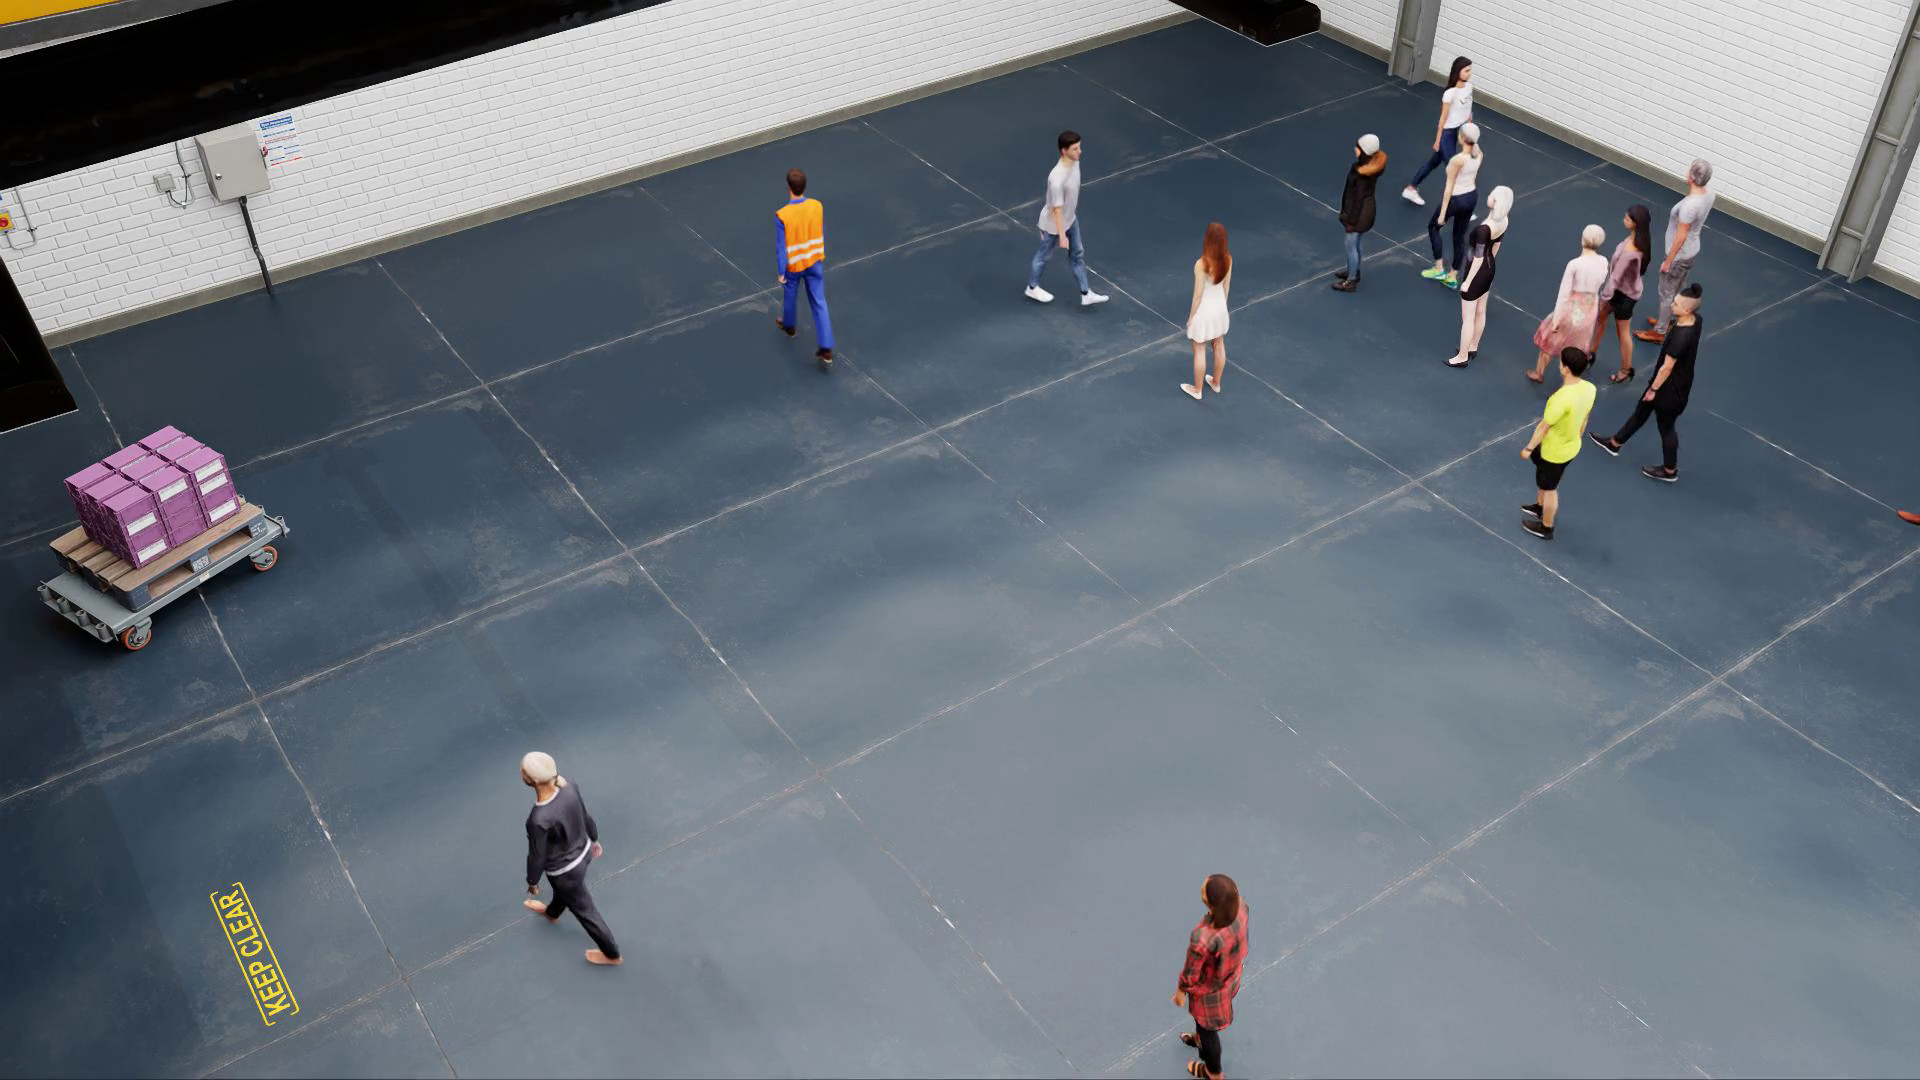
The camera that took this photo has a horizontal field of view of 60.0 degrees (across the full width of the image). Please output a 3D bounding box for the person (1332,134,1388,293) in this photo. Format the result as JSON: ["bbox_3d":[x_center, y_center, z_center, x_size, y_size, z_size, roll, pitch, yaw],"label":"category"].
[{"bbox_3d":[3.935,-3.225,16.363,0.779,1.629,0.742,13,40,16],"label":"person"}]

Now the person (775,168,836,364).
[{"bbox_3d":[-1.399,-2.474,15.273,0.767,1.816,1.242,-21,43,-25],"label":"person"}]

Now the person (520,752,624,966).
[{"bbox_3d":[-2.255,1.914,9.875,1.091,1.695,0.976,11,40,14],"label":"person"}]

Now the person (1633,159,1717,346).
[{"bbox_3d":[6.742,-2.688,15.531,0.644,1.828,0.737,29,47,32],"label":"person"}]

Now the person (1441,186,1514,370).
[{"bbox_3d":[4.746,-2.404,15.176,0.573,1.827,0.621,30,48,32],"label":"person"}]

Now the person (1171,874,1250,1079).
[{"bbox_3d":[1.466,2.476,9.177,0.713,1.687,0.705,29,47,31],"label":"person"}]

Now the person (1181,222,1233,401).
[{"bbox_3d":[2.223,-2.046,14.822,0.580,1.711,0.559,-18,42,-21],"label":"person"}]

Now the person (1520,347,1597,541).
[{"bbox_3d":[4.820,-0.717,13.172,0.664,1.693,0.689,-31,48,-33],"label":"person"}]

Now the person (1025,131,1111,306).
[{"bbox_3d":[0.878,-3.097,16.029,1.215,1.845,0.993,18,42,22],"label":"person"}]

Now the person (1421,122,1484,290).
[{"bbox_3d":[4.954,-3.237,16.331,0.656,1.687,0.648,-21,43,-24],"label":"person"}]

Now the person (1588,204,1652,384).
[{"bbox_3d":[6.038,-2.142,14.886,0.944,1.779,0.846,21,43,24],"label":"person"}]

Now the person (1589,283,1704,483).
[{"bbox_3d":[5.968,-1.270,13.748,1.155,1.837,0.971,21,43,24],"label":"person"}]

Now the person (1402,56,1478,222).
[{"bbox_3d":[5.091,-4.270,17.589,1.198,1.731,0.808,29,47,31],"label":"person"}]

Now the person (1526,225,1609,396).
[{"bbox_3d":[5.484,-1.931,14.711,0.804,1.668,0.928,-6,39,-8],"label":"person"}]
